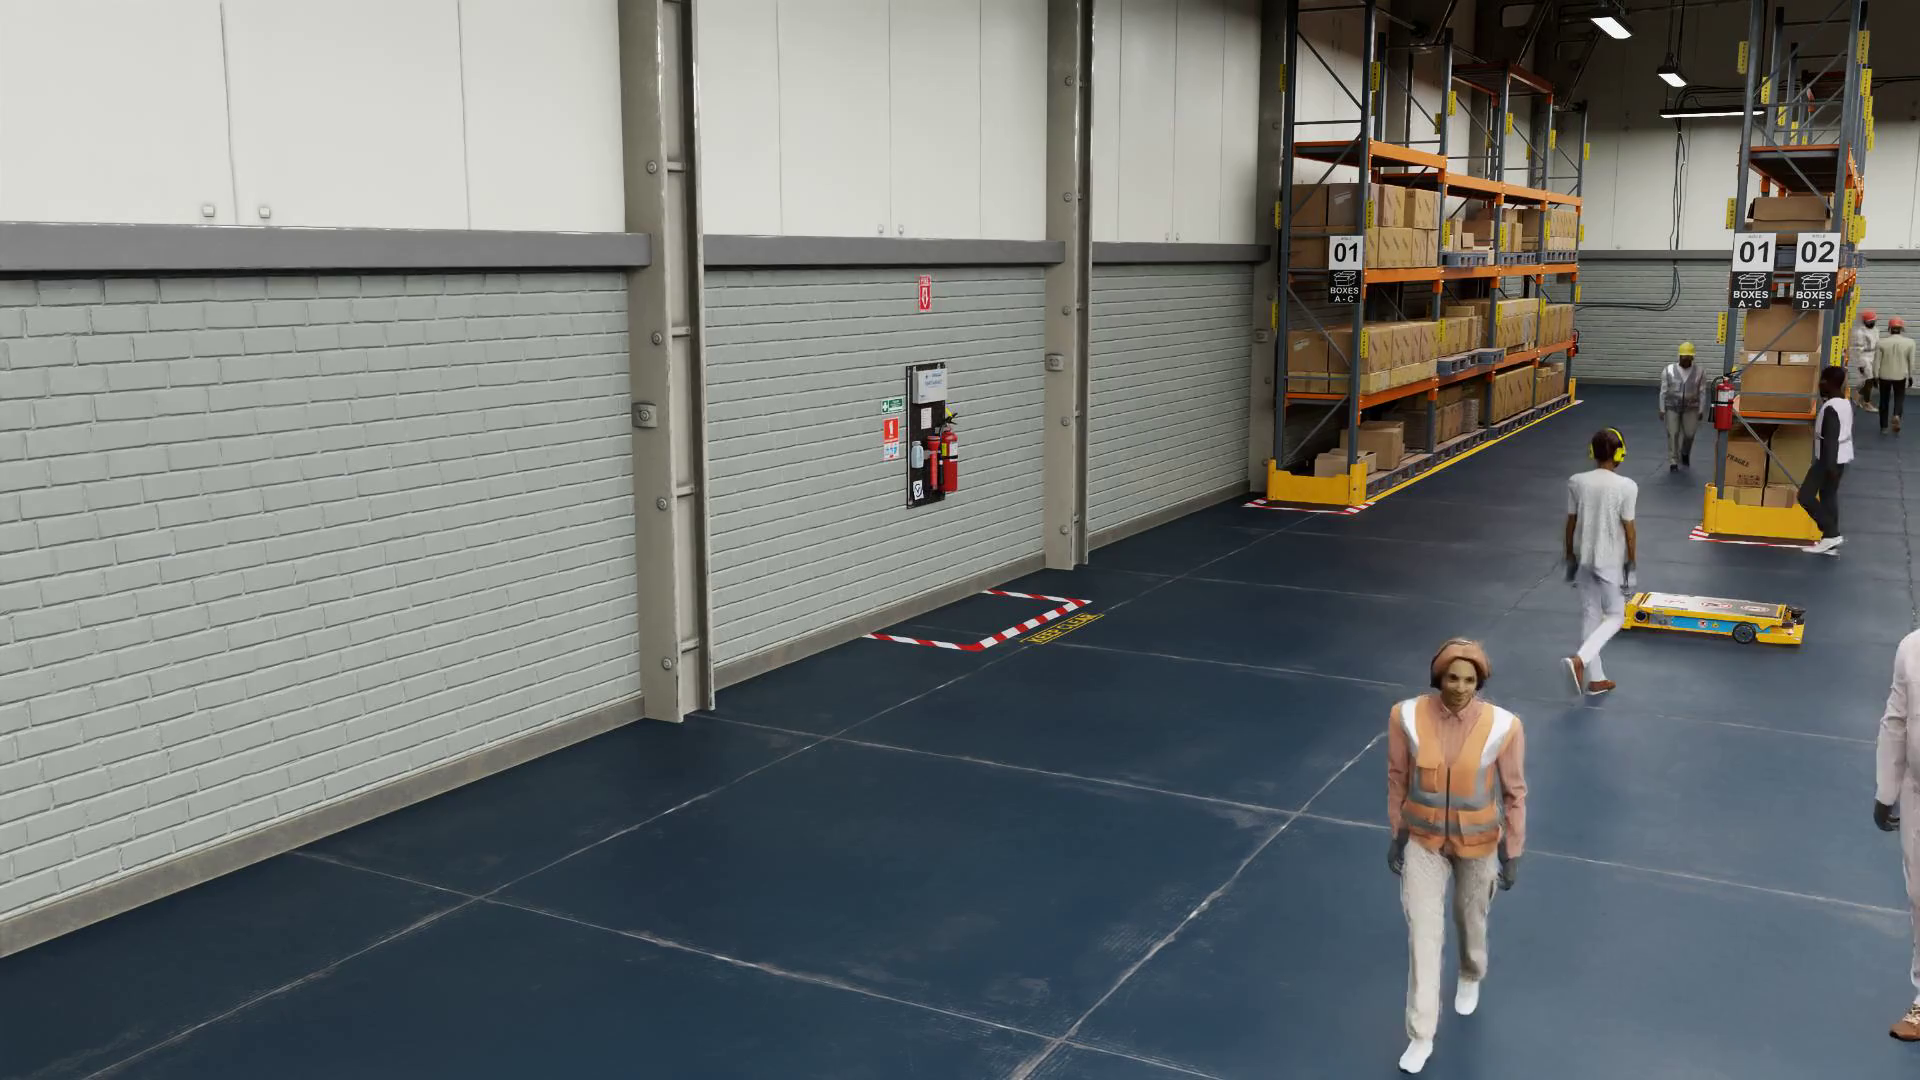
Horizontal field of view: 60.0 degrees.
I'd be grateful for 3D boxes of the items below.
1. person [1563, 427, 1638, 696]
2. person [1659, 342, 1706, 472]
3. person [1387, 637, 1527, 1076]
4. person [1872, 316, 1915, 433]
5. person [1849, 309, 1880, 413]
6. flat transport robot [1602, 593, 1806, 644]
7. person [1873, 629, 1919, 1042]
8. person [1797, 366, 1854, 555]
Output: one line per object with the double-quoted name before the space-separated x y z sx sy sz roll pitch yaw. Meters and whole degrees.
"person" 4.303 0.164 11.224 0.625 1.855 0.535 -8 12 -39
"person" 10.022 -1.845 23.098 0.603 1.813 0.422 3 10 19
"person" 1.884 1.131 6.334 0.517 1.592 0.839 4 10 22
"person" 15.704 -2.767 28.002 0.634 1.983 0.539 4 11 24
"person" 17.301 -3.415 31.774 0.672 1.989 0.533 -6 11 -32
"flat transport robot" 5.934 0.605 13.273 1.431 0.197 0.652 5 11 28
"person" 3.755 0.990 6.264 0.424 1.892 0.681 -5 11 -25
"person" 8.686 -0.791 16.665 0.459 1.900 0.602 8 13 40
